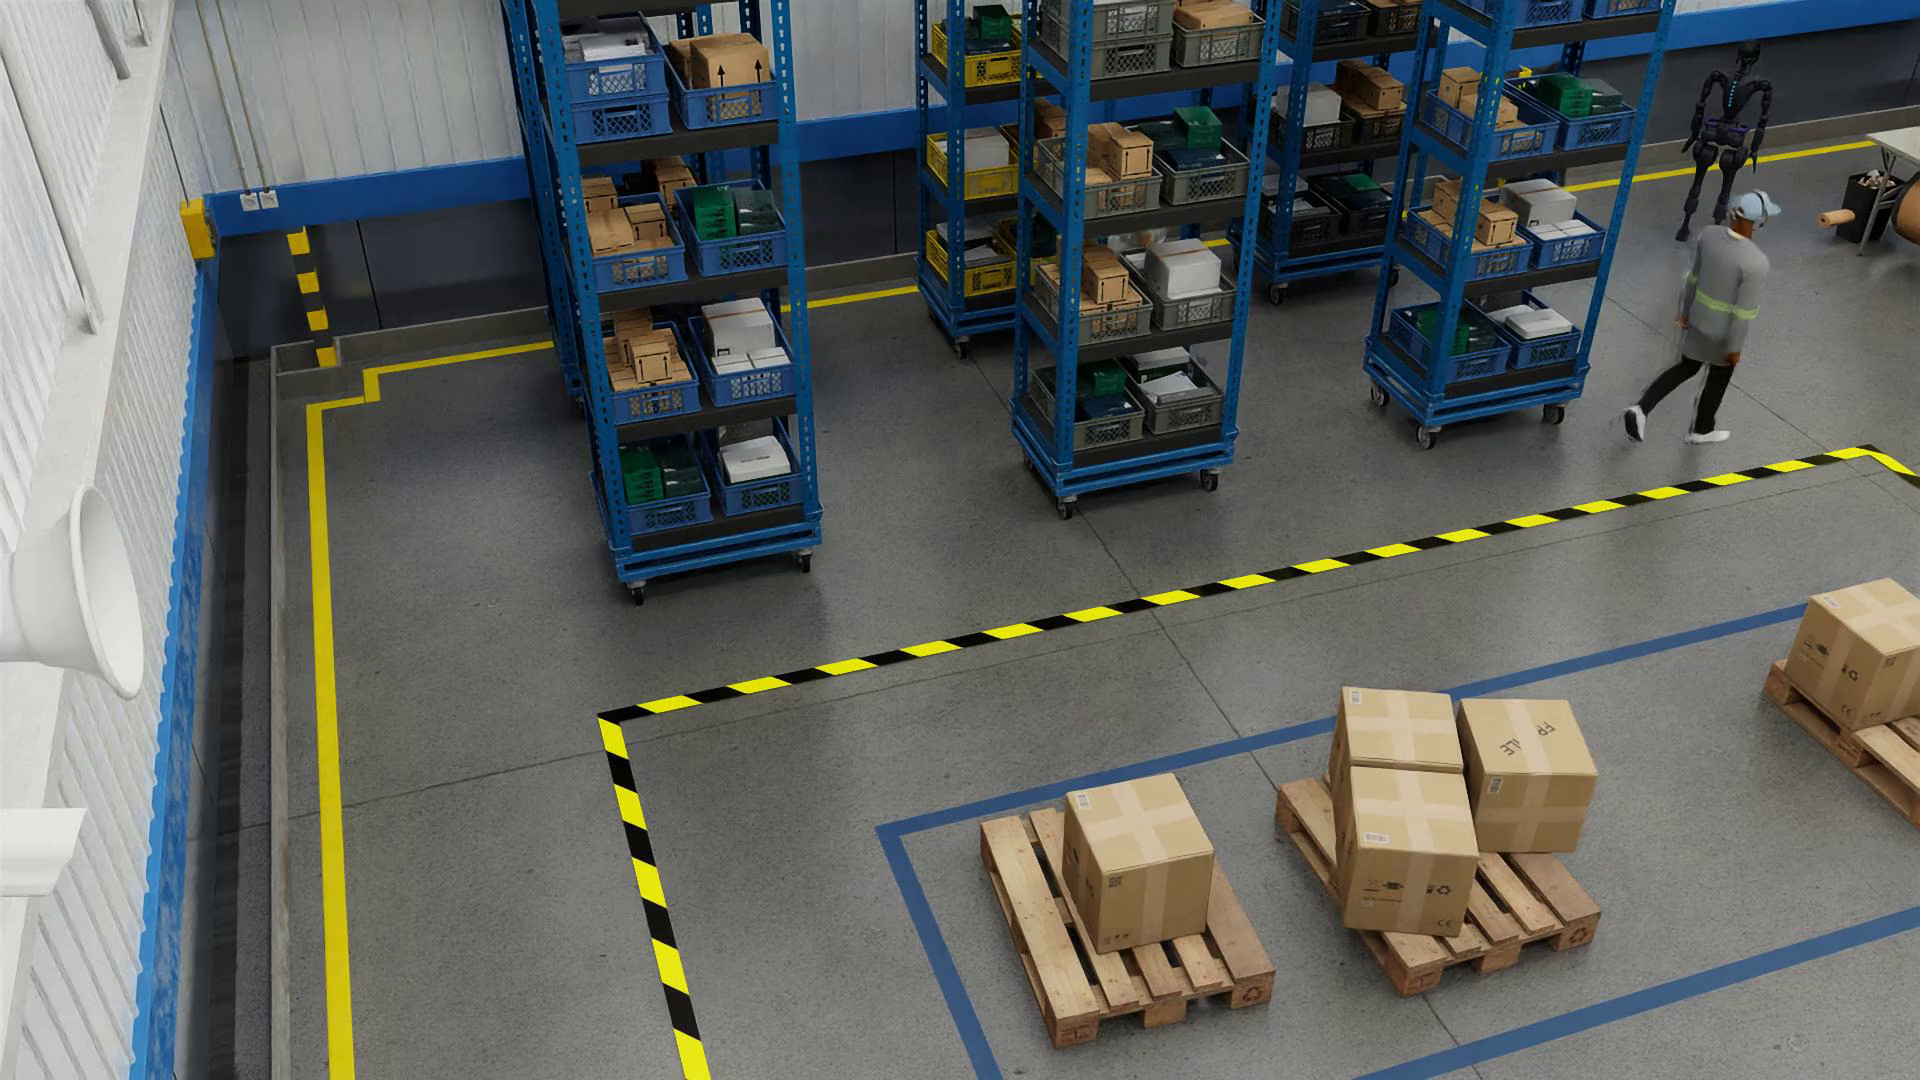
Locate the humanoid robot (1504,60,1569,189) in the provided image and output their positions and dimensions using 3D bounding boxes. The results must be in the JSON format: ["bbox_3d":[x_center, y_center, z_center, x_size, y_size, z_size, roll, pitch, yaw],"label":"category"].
[{"bbox_3d":[4.479,-2.958,13.085,0.821,1.638,0.602,-29,44,-34],"label":"humanoid robot"}]

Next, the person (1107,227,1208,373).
[{"bbox_3d":[1.345,-1.927,11.453,0.886,1.800,0.580,-8,36,-12],"label":"person"}]

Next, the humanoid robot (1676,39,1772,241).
[{"bbox_3d":[6.116,-3.189,13.342,0.599,1.657,0.315,25,42,31],"label":"humanoid robot"}]

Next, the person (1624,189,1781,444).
[{"bbox_3d":[4.802,-1.390,10.674,0.739,1.829,0.596,-12,37,-16],"label":"person"}]

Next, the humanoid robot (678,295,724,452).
[{"bbox_3d":[-1.539,-1.079,10.369,0.567,1.641,0.599,5,36,7],"label":"humanoid robot"}]
